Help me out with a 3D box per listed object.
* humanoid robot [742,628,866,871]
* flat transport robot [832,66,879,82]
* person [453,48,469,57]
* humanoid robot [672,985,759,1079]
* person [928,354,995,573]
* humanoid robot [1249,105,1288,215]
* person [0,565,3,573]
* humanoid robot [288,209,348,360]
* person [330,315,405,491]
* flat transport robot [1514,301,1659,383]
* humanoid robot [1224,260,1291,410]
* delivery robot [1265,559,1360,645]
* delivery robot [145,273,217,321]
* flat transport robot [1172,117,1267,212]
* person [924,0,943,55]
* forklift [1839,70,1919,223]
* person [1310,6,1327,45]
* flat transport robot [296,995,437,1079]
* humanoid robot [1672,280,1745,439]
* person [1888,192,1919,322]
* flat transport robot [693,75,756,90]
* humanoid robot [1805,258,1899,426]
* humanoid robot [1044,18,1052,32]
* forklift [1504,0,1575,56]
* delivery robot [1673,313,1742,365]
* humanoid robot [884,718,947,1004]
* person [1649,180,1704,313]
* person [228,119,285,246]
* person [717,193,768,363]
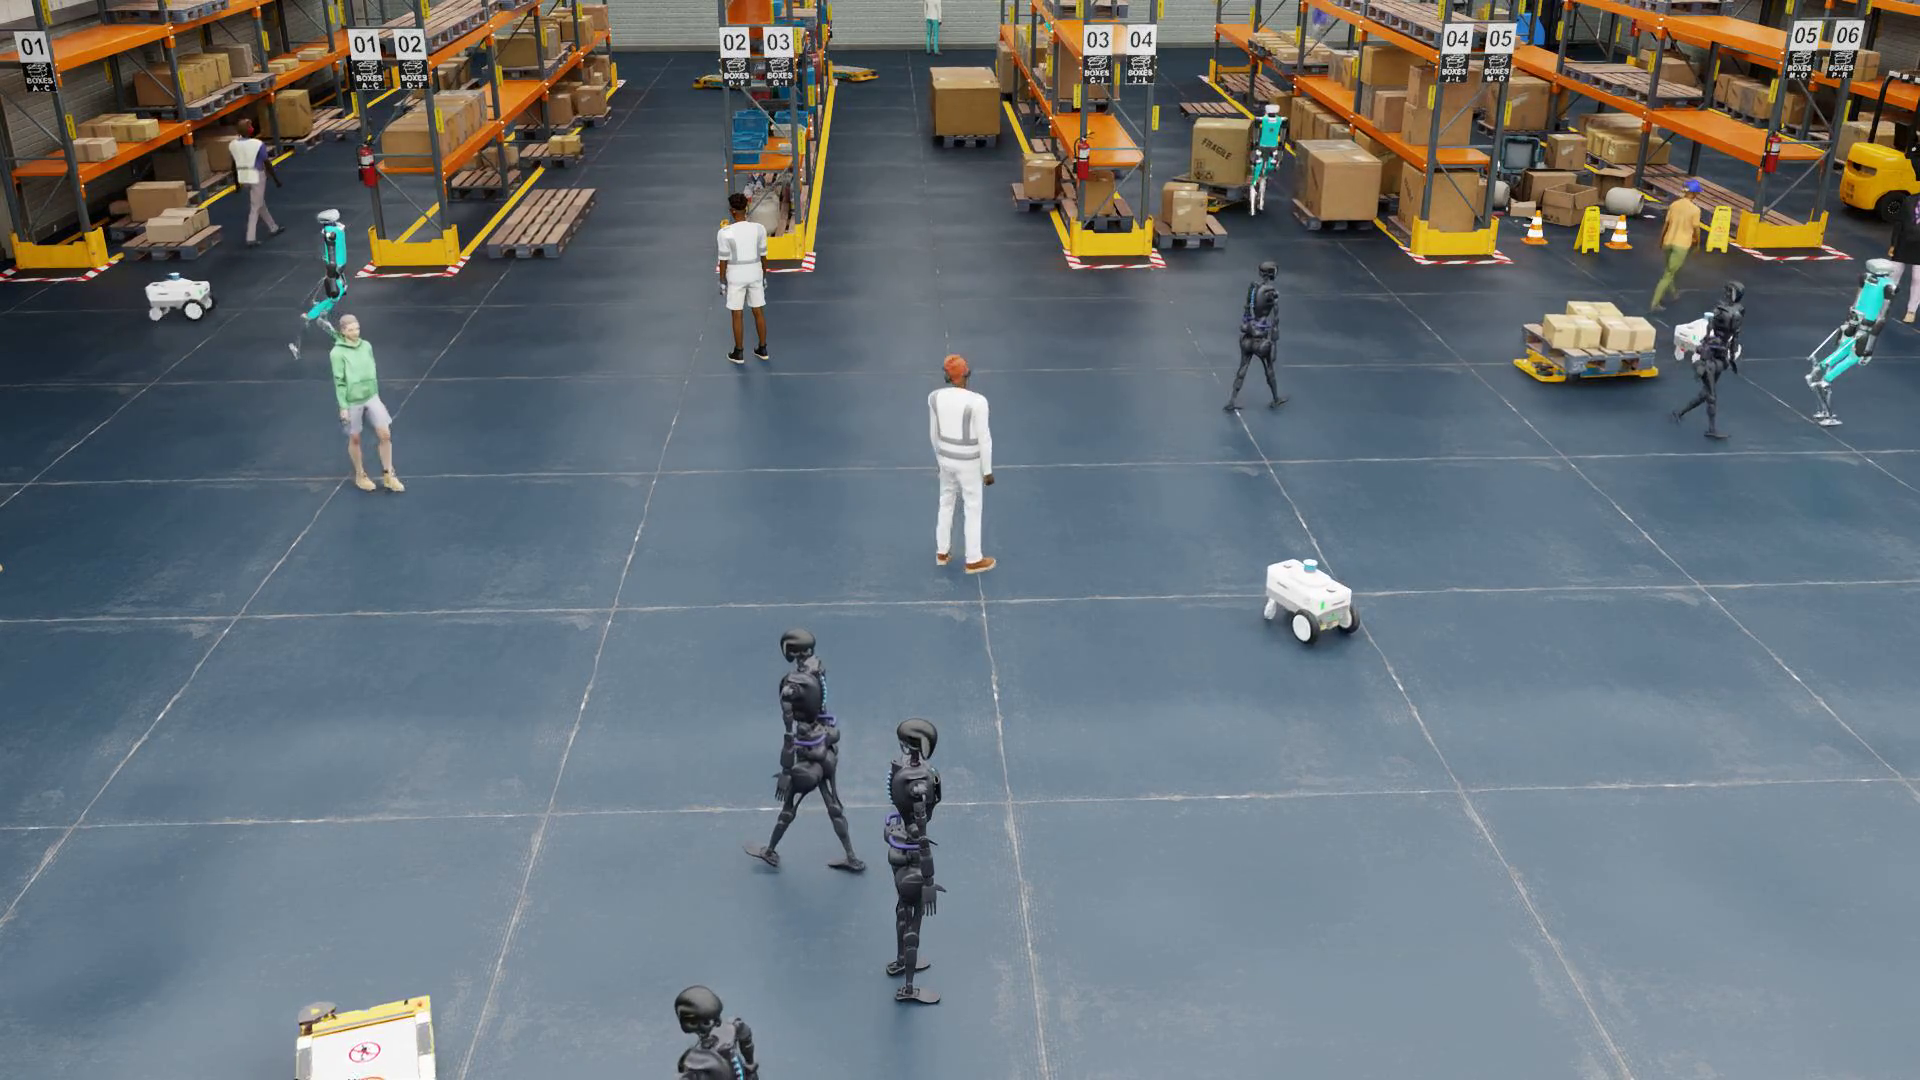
[{"bbox_3d":[-0.947,1.252,9.963,0.760,1.624,0.584,8,25,17],"label":"humanoid robot"},{"bbox_3d":[-2.675,-10.972,39.126,1.431,0.231,0.659,16,29,32],"label":"flat transport robot"},{"bbox_3d":[-11.313,-11.062,37.567,0.536,1.698,0.321,16,29,32],"label":"person"},{"bbox_3d":[-0.965,2.579,7.010,0.765,1.626,0.594,12,27,24],"label":"humanoid robot"},{"bbox_3d":[-0.003,-0.628,13.940,0.651,1.857,0.348,16,29,32],"label":"person"},{"bbox_3d":[4.766,-5.929,26.096,0.530,1.859,0.791,-1,24,-2],"label":"humanoid robot"},{"bbox_3d":[-8.375,-0.564,13.758,0.563,1.890,0.380,-19,30,-36],"label":"person"},{"bbox_3d":[-7.512,-2.931,19.282,0.930,1.786,0.554,-3,24,-6],"label":"humanoid robot"},{"bbox_3d":[-5.545,-1.238,15.474,0.686,1.719,0.482,21,31,39],"label":"person"},{"bbox_3d":[7.152,-2.022,19.015,1.431,0.231,0.659,-4,24,-9],"label":"flat transport robot"},{"bbox_3d":[3.198,-2.180,17.680,0.747,1.629,0.607,-12,27,-25],"label":"humanoid robot"},{"bbox_3d":[2.750,0.465,13.092,0.525,0.609,0.780,-13,27,-27],"label":"delivery robot"},{"bbox_3d":[-9.865,-3.079,21.031,0.790,0.589,0.499,-2,24,-4],"label":"delivery robot"},{"bbox_3d":[4.190,-5.567,26.982,0.659,0.231,1.431,19,30,36],"label":"flat transport robot"},{"bbox_3d":[-0.680,-13.333,42.589,0.524,1.768,0.329,19,30,36],"label":"person"},{"bbox_3d":[15.132,-6.143,25.915,2.313,2.155,1.214,-1,24,-2],"label":"forklift"},{"bbox_3d":[8.990,-12.888,41.575,0.478,1.786,0.597,-3,24,-7],"label":"person"},{"bbox_3d":[-2.932,2.769,8.251,0.659,0.231,1.431,-8,25,-18],"label":"flat transport robot"},{"bbox_3d":[7.688,-1.867,17.011,0.592,1.656,0.715,-15,28,-31],"label":"humanoid robot"},{"bbox_3d":[11.898,-3.647,20.732,0.545,1.850,0.406,19,30,36],"label":"person"},{"bbox_3d":[-5.296,-10.438,37.927,1.431,0.231,0.659,6,25,13],"label":"flat transport robot"},{"bbox_3d":[9.116,-2.043,17.181,0.736,1.725,0.530,-2,24,-5],"label":"humanoid robot"},{"bbox_3d":[2.399,-12.972,41.826,0.838,1.790,0.615,-17,29,-33],"label":"humanoid robot"},{"bbox_3d":[14.700,-13.805,42.301,1.873,2.768,1.129,-1,24,-2],"label":"forklift"},{"bbox_3d":[8.722,-2.351,19.402,0.766,0.594,0.525,-10,26,-20],"label":"delivery robot"},{"bbox_3d":[-0.244,1.688,8.932,0.315,1.655,0.599,-3,24,-8],"label":"humanoid robot"},{"bbox_3d":[9.188,-3.748,21.164,0.908,1.673,0.438,-13,27,-26],"label":"person"},{"bbox_3d":[-10.369,-5.274,24.450,0.560,1.791,0.993,7,25,16],"label":"person"},{"bbox_3d":[-2.497,-3.025,19.202,0.601,1.957,0.383,-13,27,-27],"label":"person"}]
